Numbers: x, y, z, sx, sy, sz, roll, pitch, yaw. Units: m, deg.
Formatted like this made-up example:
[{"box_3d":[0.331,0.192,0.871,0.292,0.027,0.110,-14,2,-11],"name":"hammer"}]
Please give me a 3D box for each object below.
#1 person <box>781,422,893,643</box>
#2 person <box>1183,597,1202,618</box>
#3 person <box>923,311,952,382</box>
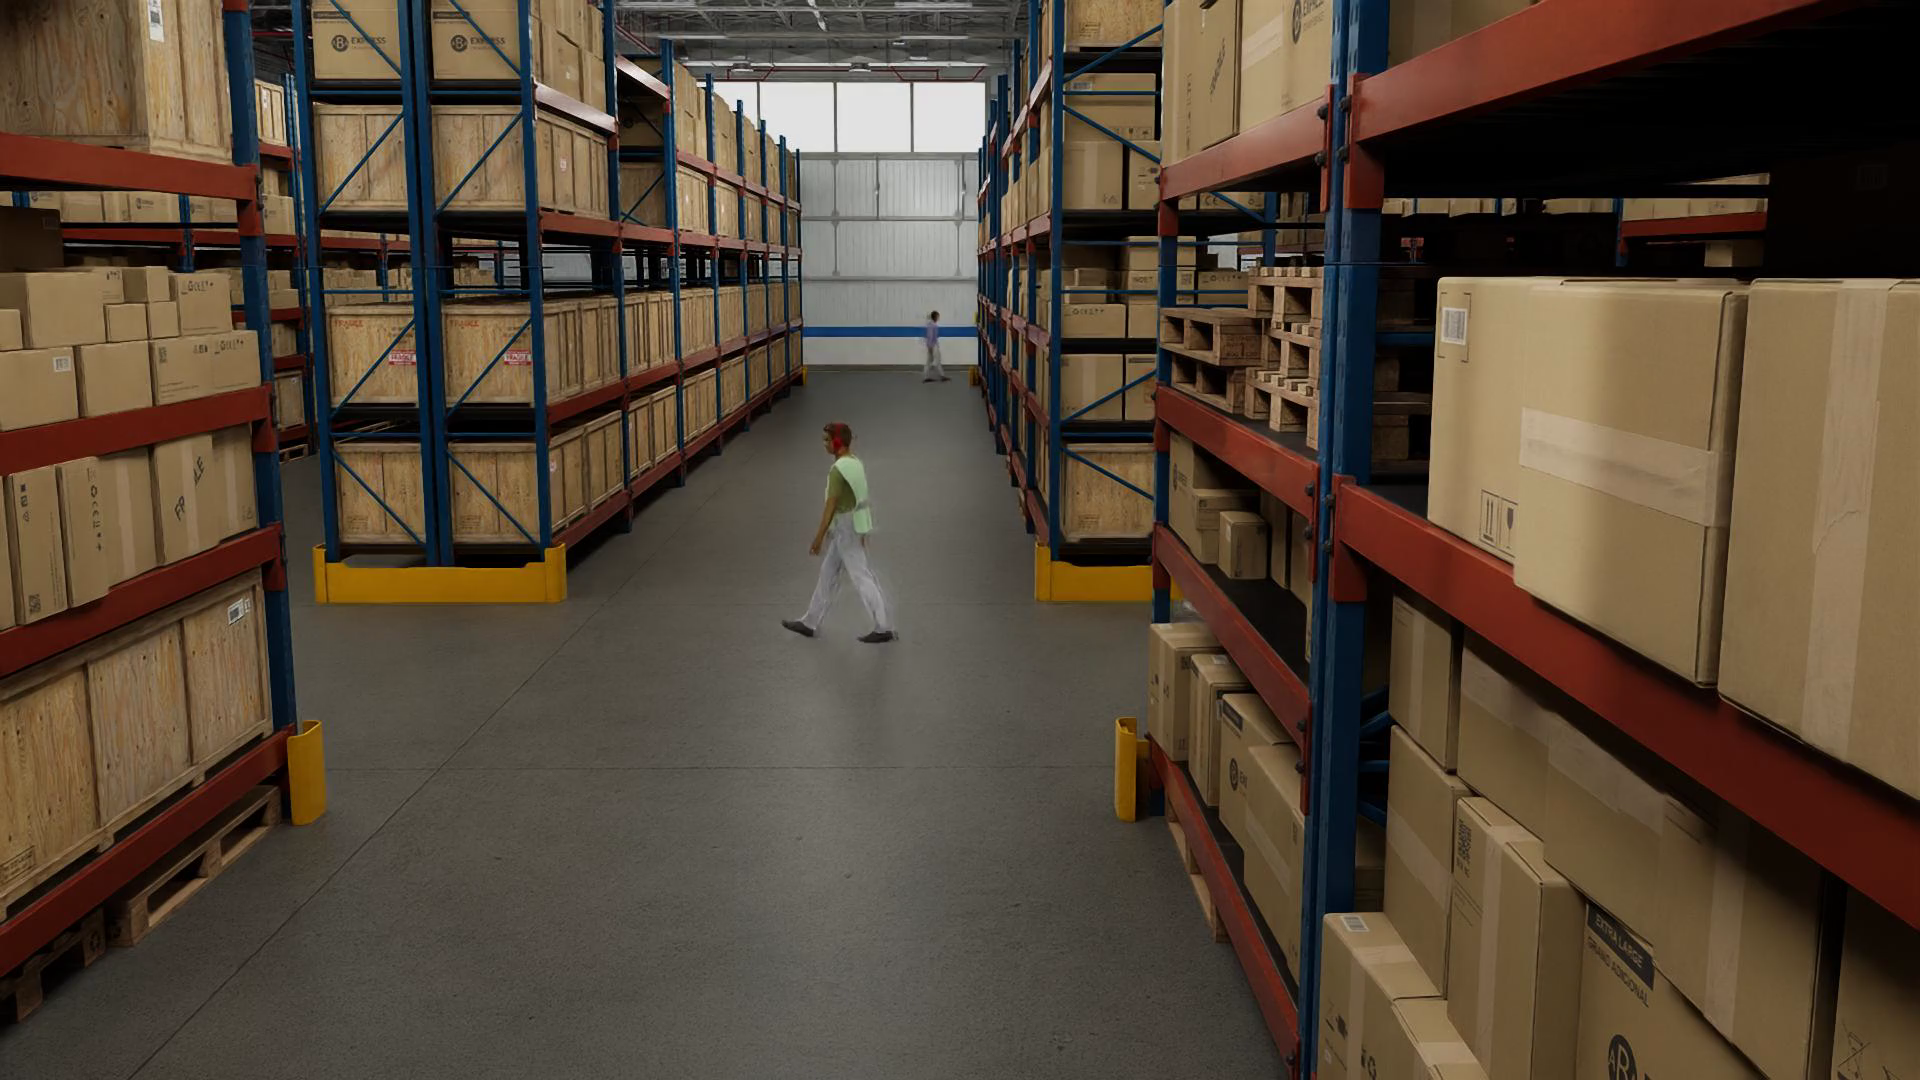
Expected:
[{"box_3d":[-0.984,-0.054,13.498,0.965,1.792,0.591,1,9,6],"name":"person"},{"box_3d":[2.376,-0.144,14.341,0.879,1.704,0.489,-1,9,-5],"name":"person"},{"box_3d":[-0.580,-5.154,44.418,0.884,1.906,0.662,0,9,0],"name":"person"}]
